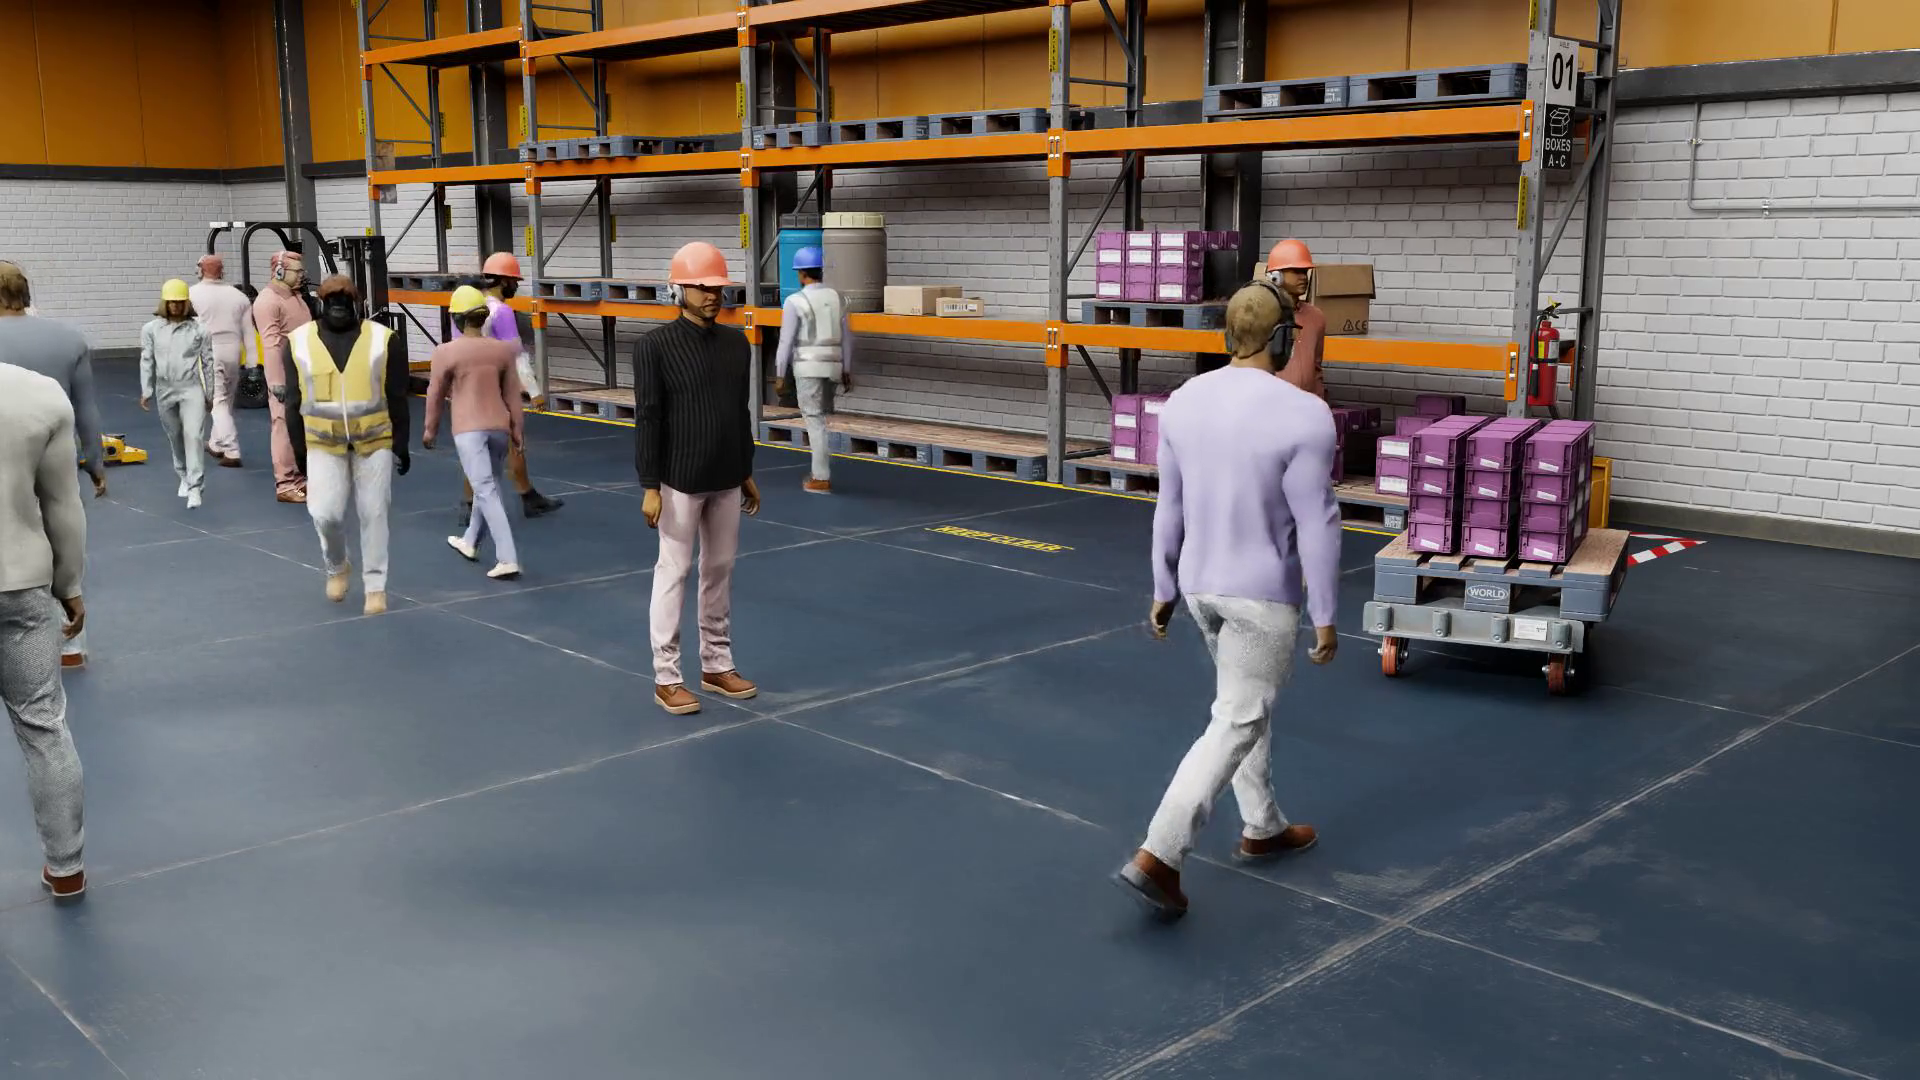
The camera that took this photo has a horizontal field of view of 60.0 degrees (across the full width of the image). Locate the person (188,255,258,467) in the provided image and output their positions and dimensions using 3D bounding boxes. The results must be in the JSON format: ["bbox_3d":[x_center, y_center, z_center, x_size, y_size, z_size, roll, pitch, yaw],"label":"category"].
[{"bbox_3d":[-6.626,-1.592,14.758,1.026,1.849,0.642,8,13,38],"label":"person"}]

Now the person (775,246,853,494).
[{"bbox_3d":[-1.201,-1.329,13.083,0.612,1.926,0.644,10,14,42],"label":"person"}]

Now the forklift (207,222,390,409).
[{"bbox_3d":[-8.169,-2.758,20.163,2.313,2.155,1.214,-10,14,-44],"label":"forklift"}]

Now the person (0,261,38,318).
[{"bbox_3d":[-6.773,-1.055,11.841,0.429,1.842,0.632,4,11,23],"label":"person"}]

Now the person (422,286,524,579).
[{"bbox_3d":[-2.897,-0.649,9.954,0.947,1.719,0.527,9,14,41],"label":"person"}]

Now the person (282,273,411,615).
[{"bbox_3d":[-3.261,-0.504,8.894,0.632,1.829,0.433,-3,11,-17],"label":"person"}]

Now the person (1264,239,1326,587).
[{"bbox_3d":[1.844,-0.704,9.504,0.613,1.997,0.374,-6,12,-30],"label":"person"}]

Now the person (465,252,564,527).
[{"bbox_3d":[-3.135,-1.056,11.686,0.885,1.893,0.546,-7,12,-32],"label":"person"}]

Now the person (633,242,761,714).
[{"bbox_3d":[-1.103,-0.266,7.117,0.397,1.992,0.621,9,14,42],"label":"person"}]

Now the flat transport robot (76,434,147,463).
[{"bbox_3d":[-7.964,-0.758,14.507,1.431,0.197,0.652,-10,14,-44],"label":"flat transport robot"}]

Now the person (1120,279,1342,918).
[{"bbox_3d":[0.814,0.168,5.039,0.969,1.906,0.640,-8,13,-38],"label":"person"}]

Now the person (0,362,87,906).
[{"bbox_3d":[-2.889,0.175,4.870,0.627,1.939,0.371,-10,14,-43],"label":"person"}]

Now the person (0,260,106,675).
[{"bbox_3d":[-4.438,-0.339,7.764,0.945,1.897,0.664,6,12,31],"label":"person"}]

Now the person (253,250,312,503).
[{"bbox_3d":[-5.090,-1.242,12.689,0.410,1.907,0.642,-1,10,-3],"label":"person"}]

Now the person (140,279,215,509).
[{"bbox_3d":[-5.907,-1.128,12.620,0.494,1.700,0.893,-3,11,-14],"label":"person"}]
